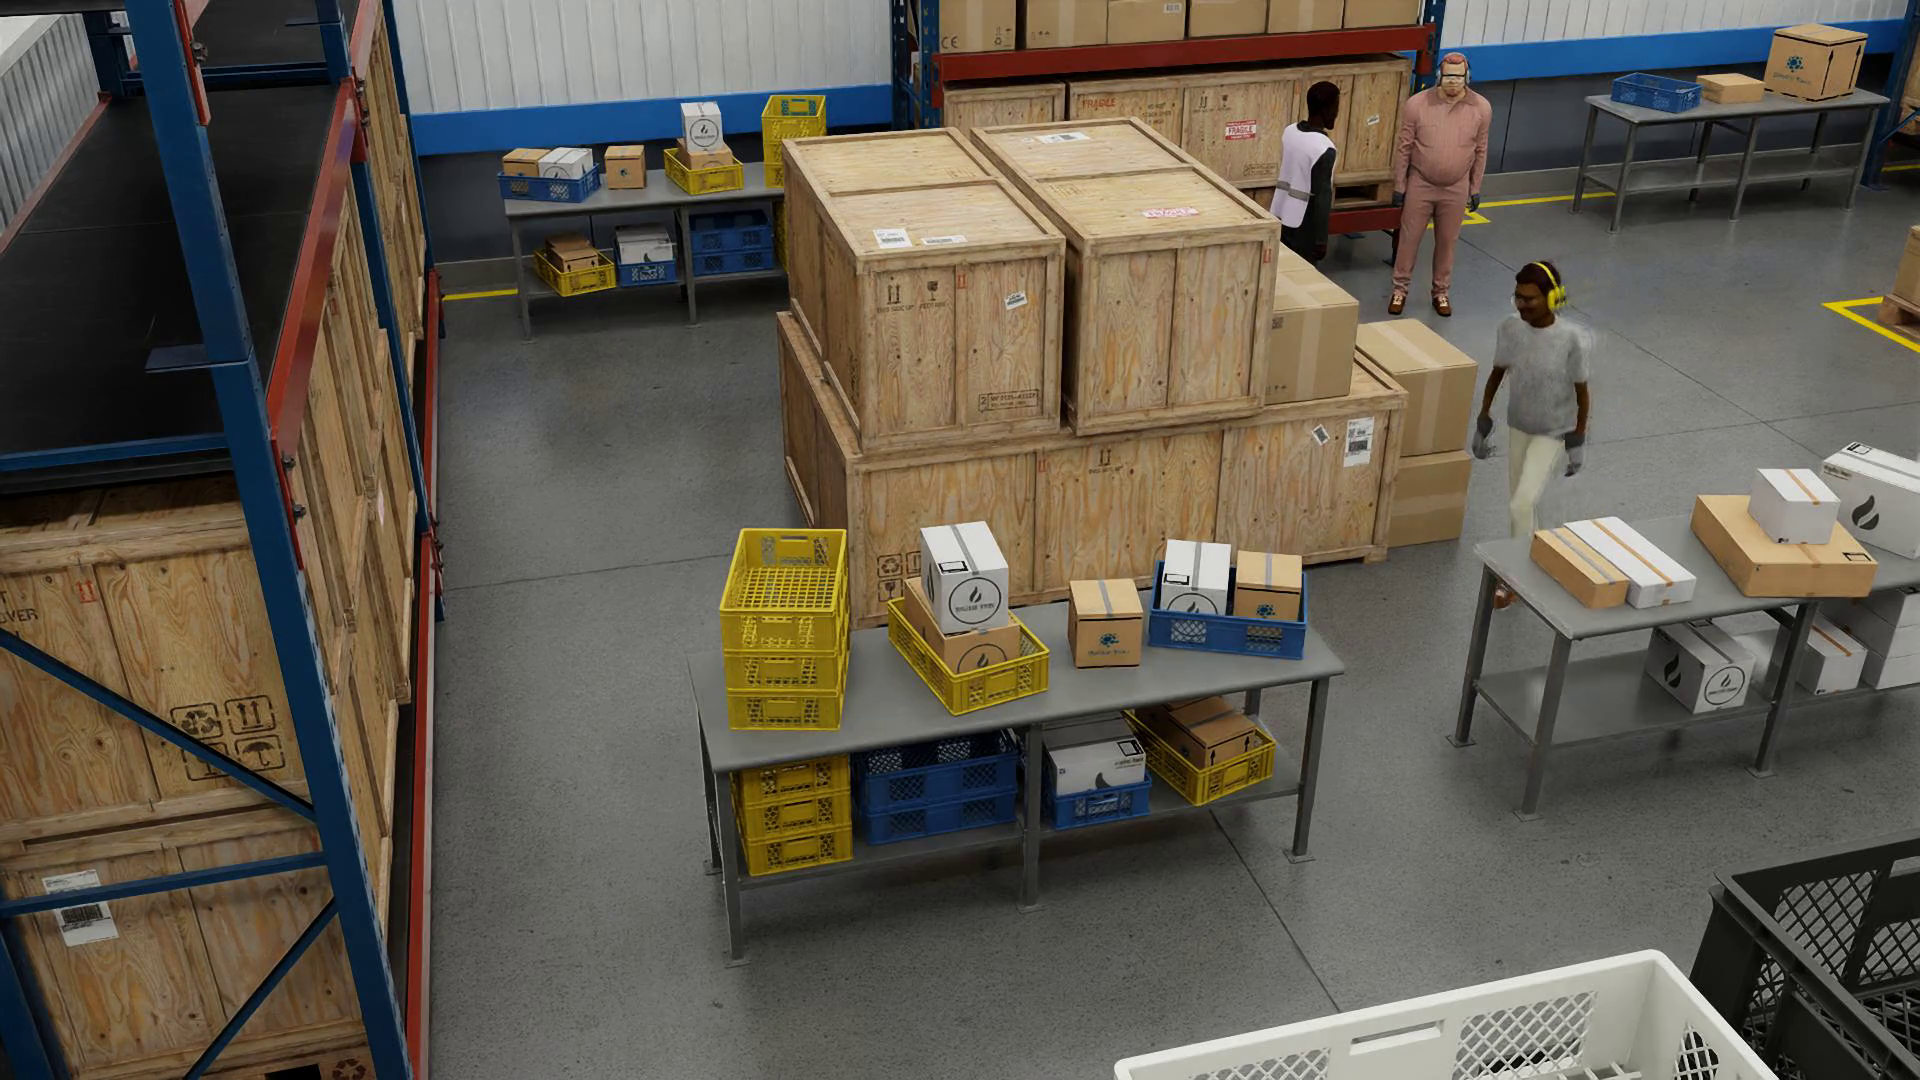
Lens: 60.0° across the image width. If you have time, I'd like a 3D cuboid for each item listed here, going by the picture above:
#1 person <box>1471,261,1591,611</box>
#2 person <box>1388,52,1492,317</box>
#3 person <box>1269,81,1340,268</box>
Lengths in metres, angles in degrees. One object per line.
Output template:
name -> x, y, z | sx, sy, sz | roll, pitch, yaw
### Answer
person -> 2.866, -0.522, 8.427 | 0.671, 1.830, 0.555 | -21, 35, -33
person -> 3.461, -2.562, 12.054 | 0.651, 1.907, 0.409 | 3, 29, 6
person -> 2.318, -2.154, 11.316 | 0.385, 1.912, 0.592 | -9, 30, -15
